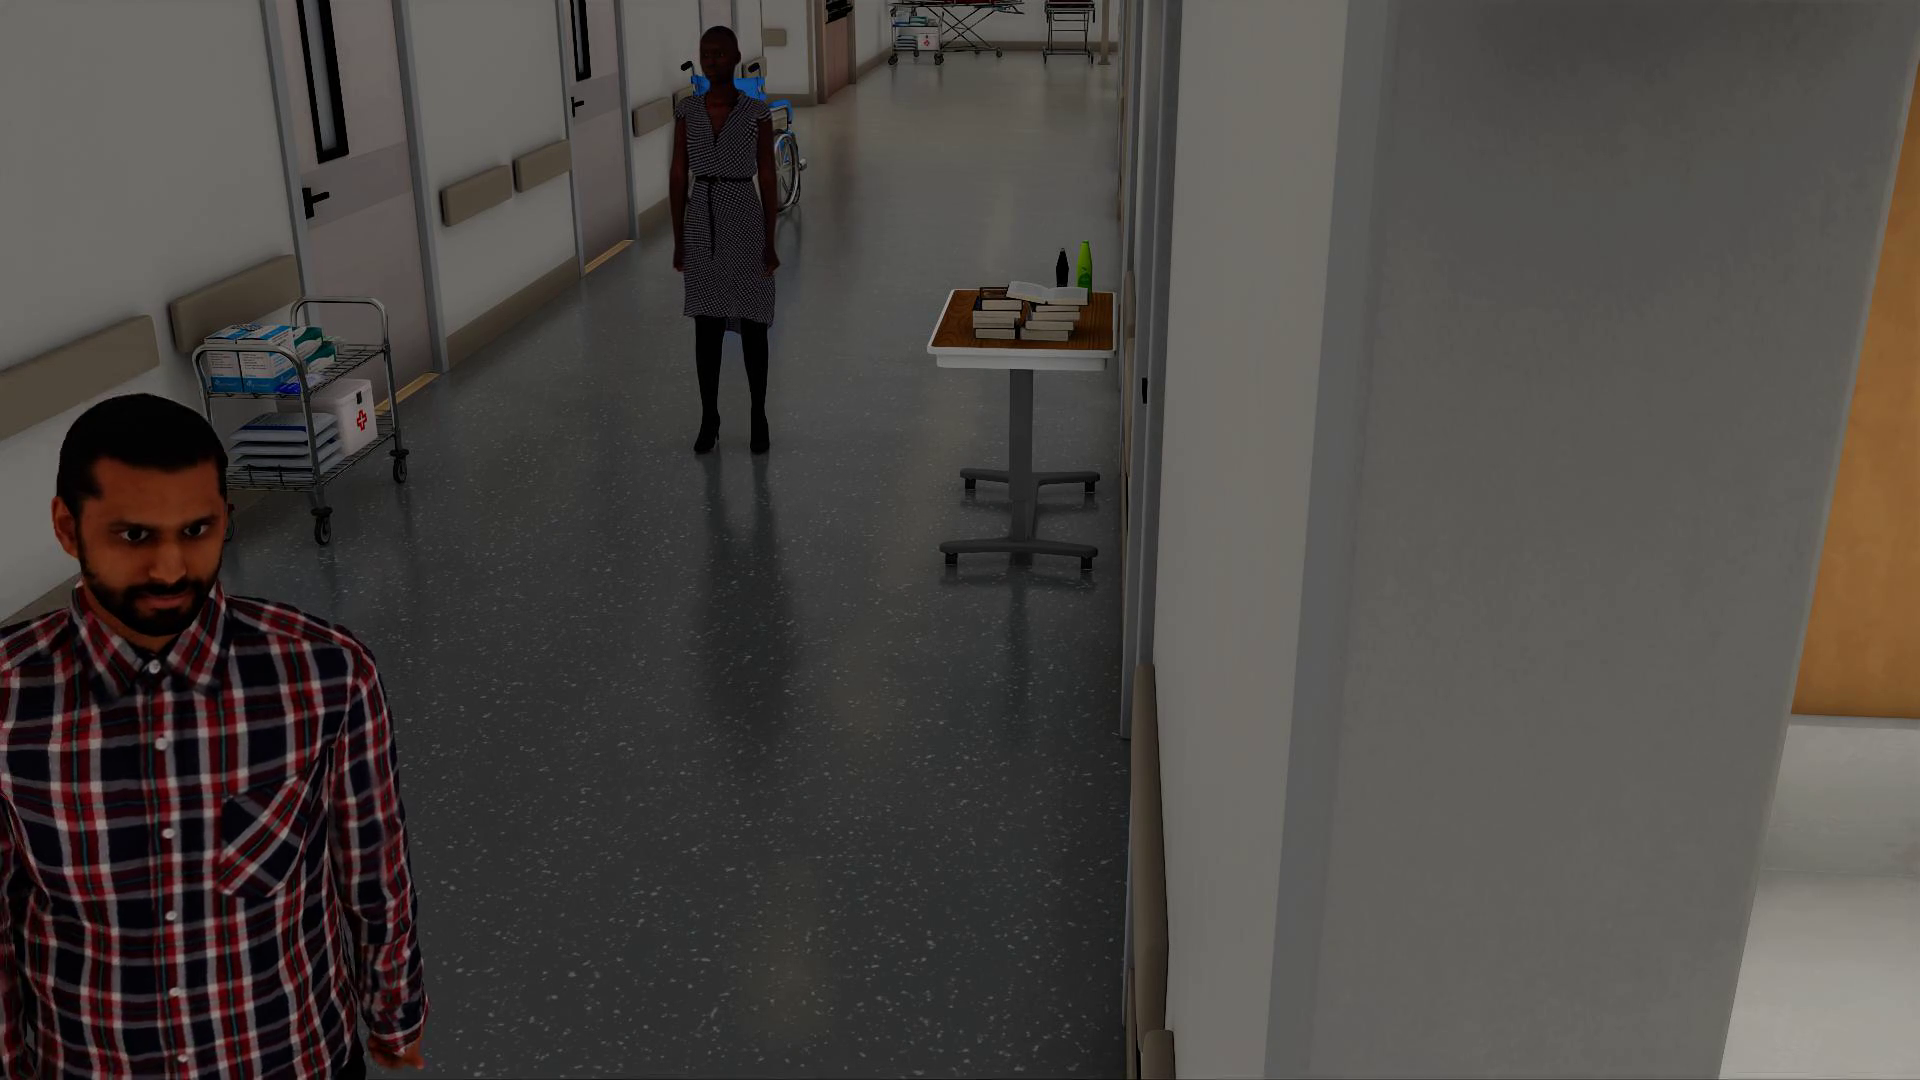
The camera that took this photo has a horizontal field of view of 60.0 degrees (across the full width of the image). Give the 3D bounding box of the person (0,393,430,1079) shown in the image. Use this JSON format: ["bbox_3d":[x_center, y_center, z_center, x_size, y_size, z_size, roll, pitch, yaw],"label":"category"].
[{"bbox_3d":[-0.982,0.637,2.145,0.917,1.739,1.015,-7,22,-17],"label":"person"}]

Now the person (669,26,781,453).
[{"bbox_3d":[-0.988,-1.254,7.070,0.607,1.789,0.513,1,21,3],"label":"person"}]
